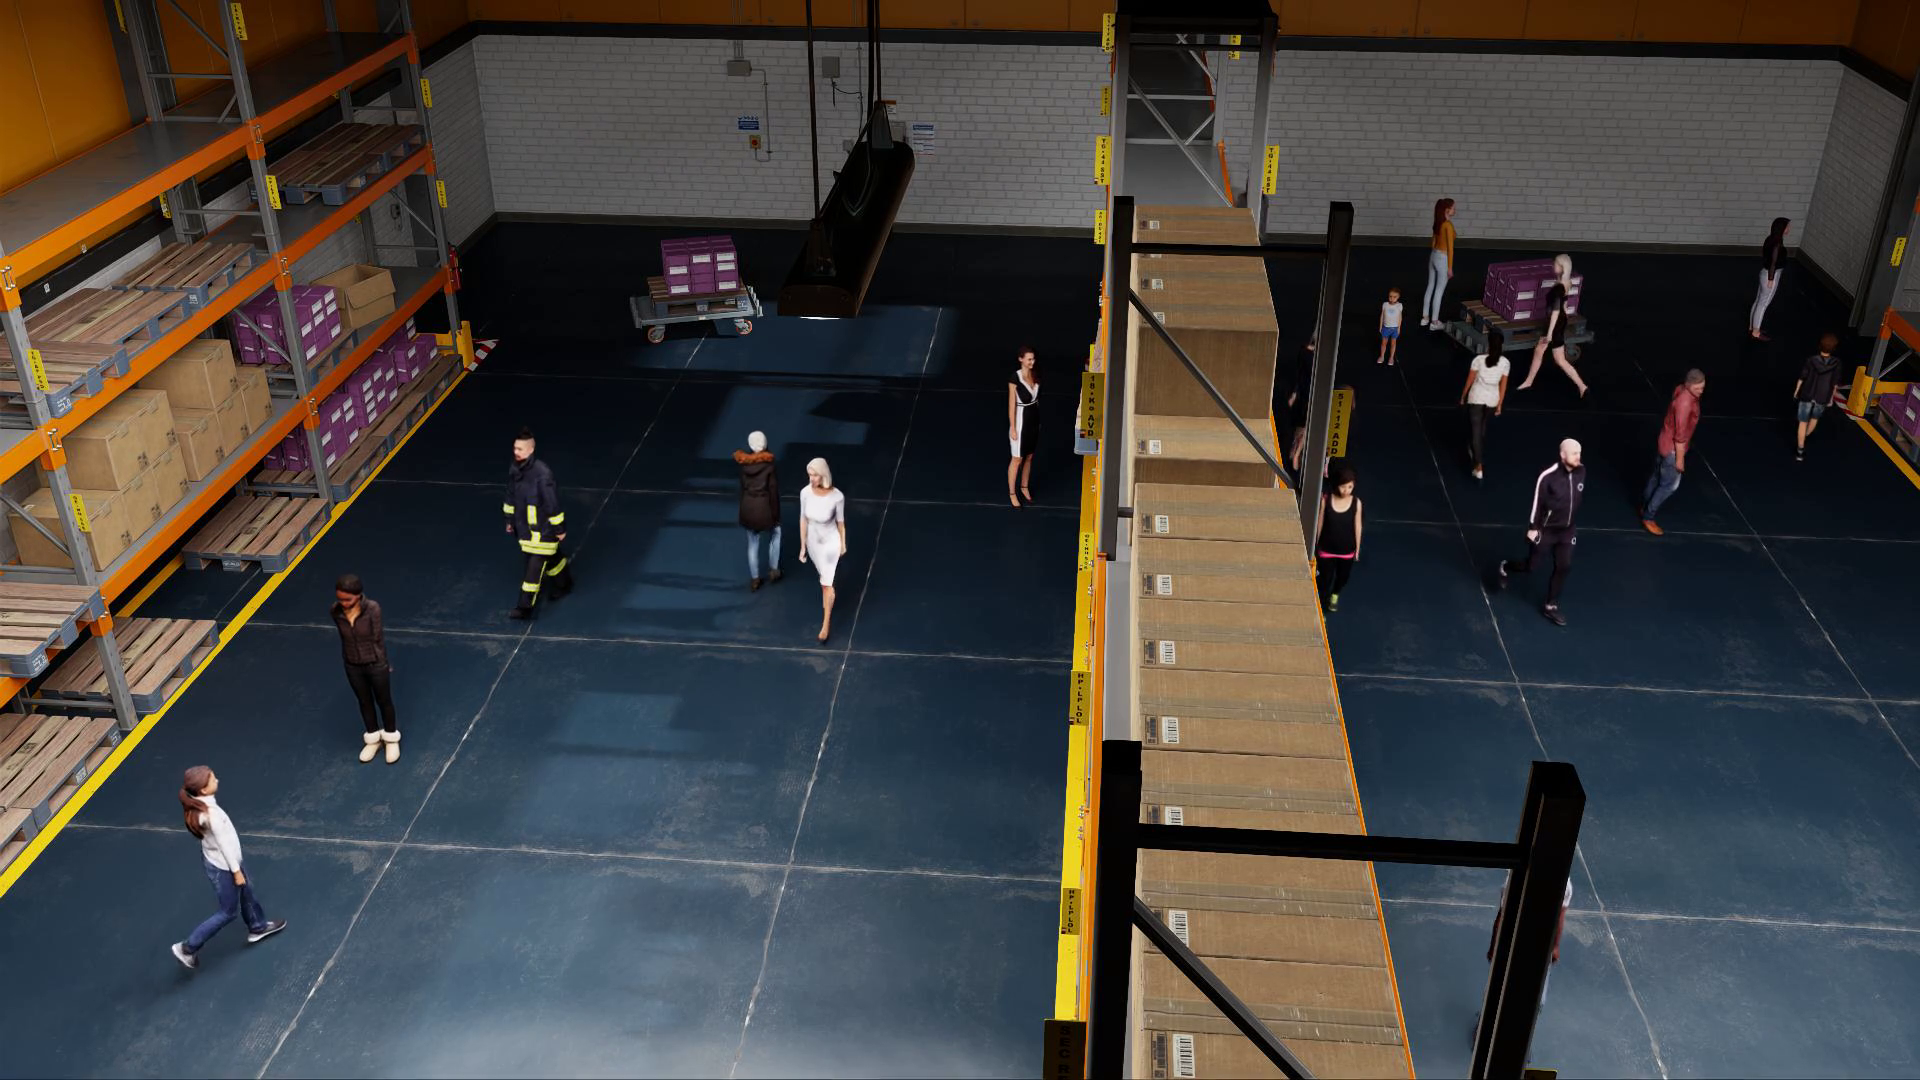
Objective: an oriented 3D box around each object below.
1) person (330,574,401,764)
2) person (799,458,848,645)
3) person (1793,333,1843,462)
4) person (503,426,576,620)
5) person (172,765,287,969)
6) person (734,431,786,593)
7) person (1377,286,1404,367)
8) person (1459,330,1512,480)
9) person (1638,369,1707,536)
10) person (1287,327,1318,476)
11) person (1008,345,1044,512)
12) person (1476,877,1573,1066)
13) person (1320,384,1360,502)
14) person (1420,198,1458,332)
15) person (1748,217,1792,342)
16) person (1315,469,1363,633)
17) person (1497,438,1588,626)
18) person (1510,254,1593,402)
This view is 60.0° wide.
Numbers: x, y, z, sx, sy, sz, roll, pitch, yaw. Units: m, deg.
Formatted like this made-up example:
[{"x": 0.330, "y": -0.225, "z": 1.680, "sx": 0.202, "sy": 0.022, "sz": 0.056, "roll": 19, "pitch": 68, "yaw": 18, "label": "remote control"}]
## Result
[{"x": -4.780, "y": 0.984, "z": 13.397, "sx": 0.645, "sy": 1.659, "sz": 0.585, "roll": 2, "pitch": 29, "yaw": 4, "label": "person"}, {"x": -1.234, "y": 0.003, "z": 15.155, "sx": 0.725, "sy": 1.697, "sz": 1.132, "roll": 7, "pitch": 29, "yaw": 13, "label": "person"}, {"x": 9.403, "y": -1.553, "z": 18.293, "sx": 0.662, "sy": 1.423, "sz": 0.916, "roll": 8, "pitch": 30, "yaw": 15, "label": "person"}, {"x": -3.853, "y": -0.203, "z": 15.397, "sx": 1.146, "sy": 1.828, "sz": 1.276, "roll": 21, "pitch": 35, "yaw": 34, "label": "person"}, {"x": -5.063, "y": 2.224, "z": 11.249, "sx": 0.997, "sy": 1.539, "sz": 0.935, "roll": -23, "pitch": 36, "yaw": -36, "label": "person"}, {"x": -1.924, "y": -0.243, "z": 15.687, "sx": 0.685, "sy": 1.620, "sz": 0.715, "roll": 8, "pitch": 30, "yaw": 14, "label": "person"}, {"x": 5.394, "y": -2.689, "z": 20.798, "sx": 0.456, "sy": 1.019, "sz": 0.478, "roll": 10, "pitch": 30, "yaw": 18, "label": "person"}, {"x": 5.634, "y": -1.433, "z": 17.880, "sx": 0.640, "sy": 1.608, "sz": 1.113, "roll": 1, "pitch": 29, "yaw": 1, "label": "person"}, {"x": 7.166, "y": -0.971, "z": 16.831, "sx": 0.960, "sy": 1.802, "sz": 0.609, "roll": 3, "pitch": 29, "yaw": 5, "label": "person"}, {"x": 3.749, "y": -1.546, "z": 17.960, "sx": 0.726, "sy": 1.730, "sz": 0.789, "roll": -4, "pitch": 29, "yaw": -8, "label": "person"}, {"x": 0.669, "y": -1.174, "z": 17.210, "sx": 0.716, "sy": 1.795, "sz": 0.631, "roll": 25, "pitch": 37, "yaw": 38, "label": "person"}, {"x": 3.545, "y": 2.537, "z": 10.493, "sx": 0.604, "sy": 1.713, "sz": 0.626, "roll": 3, "pitch": 29, "yaw": 6, "label": "person"}, {"x": 3.792, "y": -0.713, "z": 16.472, "sx": 0.732, "sy": 1.693, "sz": 0.783, "roll": -16, "pitch": 32, "yaw": -27, "label": "person"}, {"x": 6.267, "y": -3.616, "z": 21.734, "sx": 0.729, "sy": 1.750, "sz": 0.619, "roll": -8, "pitch": 30, "yaw": -15, "label": "person"}, {"x": 10.454, "y": -3.378, "z": 21.445, "sx": 0.696, "sy": 1.608, "sz": 0.525, "roll": 7, "pitch": 29, "yaw": 13, "label": "person"}, {"x": 3.469, "y": 0.028, "z": 15.279, "sx": 0.573, "sy": 1.534, "sz": 0.882, "roll": 3, "pitch": 29, "yaw": 6, "label": "person"}, {"x": 5.381, "y": -0.137, "z": 15.289, "sx": 0.964, "sy": 1.814, "sz": 1.149, "roll": -11, "pitch": 31, "yaw": -19, "label": "person"}, {"x": 7.113, "y": -2.448, "z": 19.551, "sx": 0.994, "sy": 1.792, "sz": 1.199, "roll": 15, "pitch": 32, "yaw": 25, "label": "person"}]
